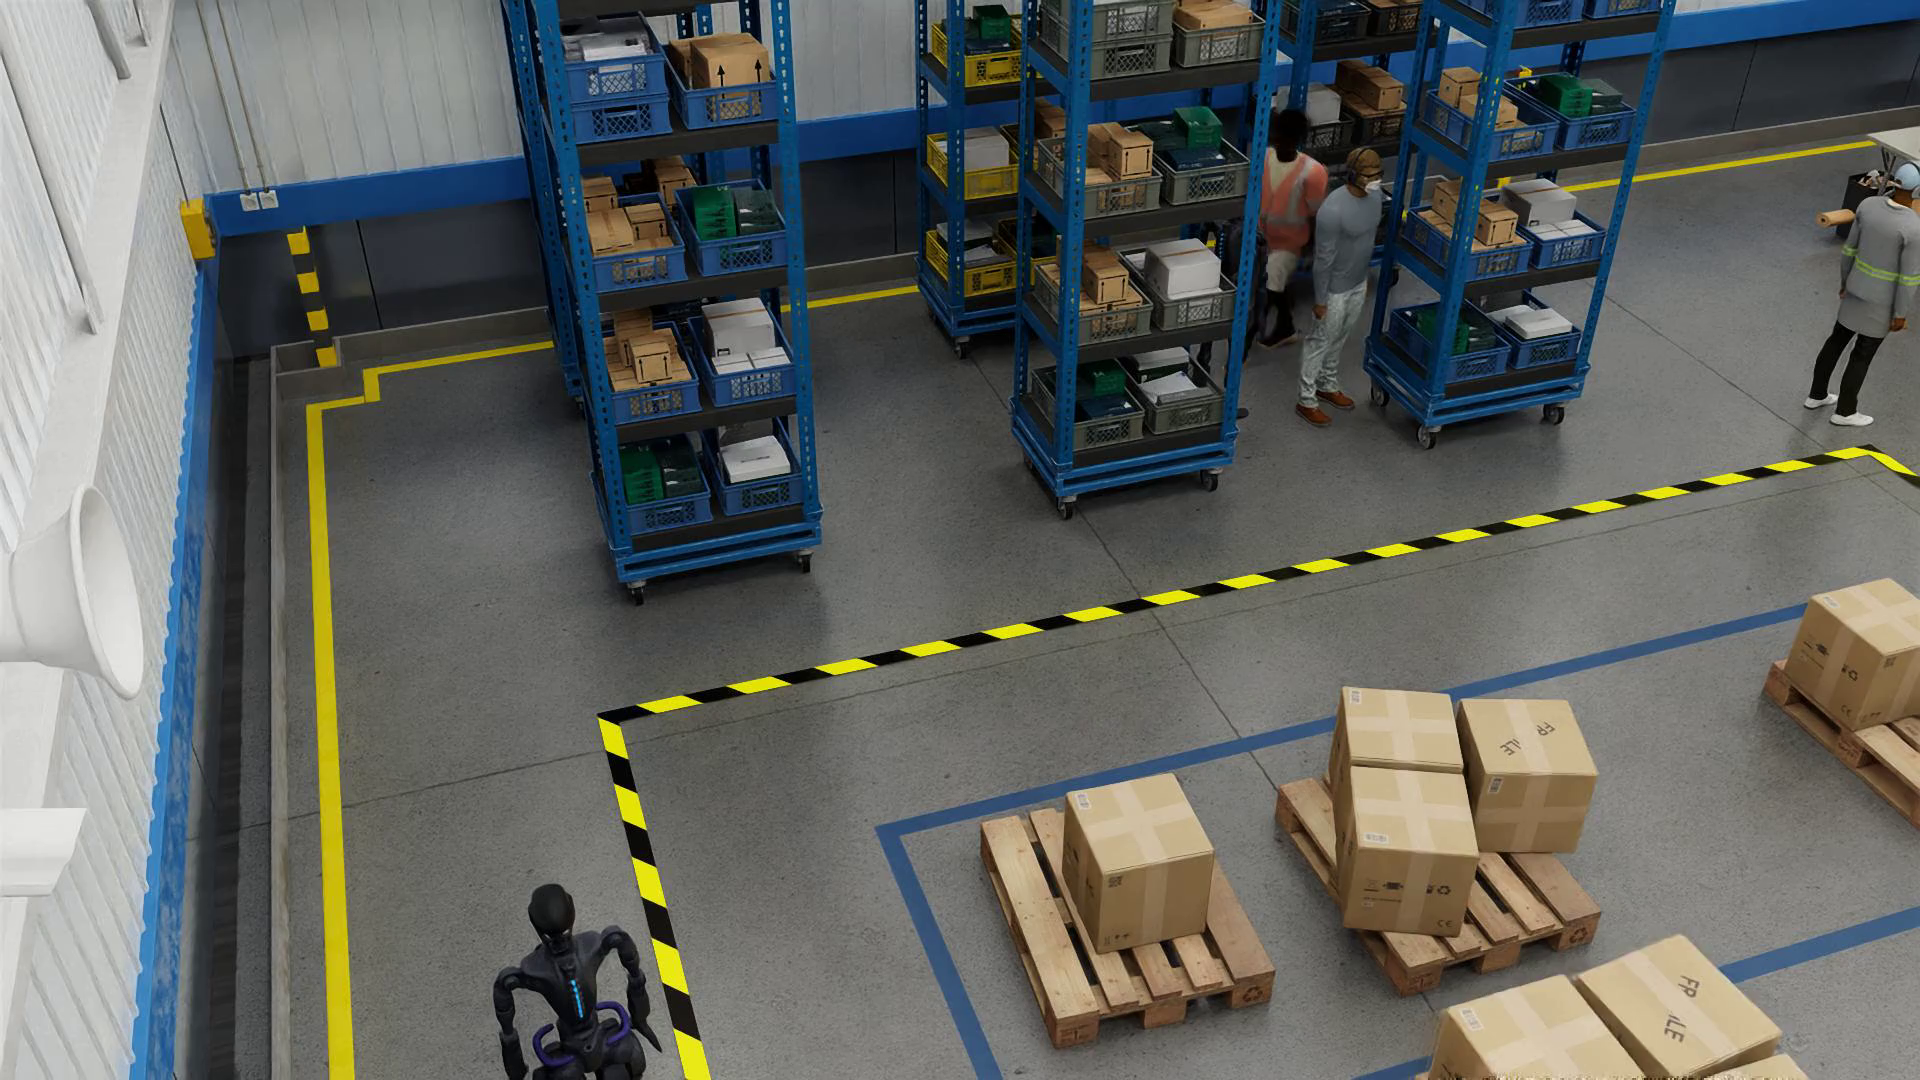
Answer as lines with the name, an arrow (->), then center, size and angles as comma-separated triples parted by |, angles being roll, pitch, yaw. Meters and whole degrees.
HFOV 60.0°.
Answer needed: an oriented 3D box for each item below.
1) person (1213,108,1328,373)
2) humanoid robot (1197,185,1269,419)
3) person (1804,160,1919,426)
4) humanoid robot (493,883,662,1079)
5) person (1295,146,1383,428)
person -> 2.211, -2.111, 11.606 | 0.811, 1.915, 0.694 | -20, 40, -26
humanoid robot -> 1.767, -1.587, 11.071 | 0.599, 1.657, 0.315 | 26, 43, 32
person -> 6.040, -1.624, 10.984 | 0.365, 1.852, 0.589 | -11, 37, -15
humanoid robot -> -1.397, 1.897, 6.131 | 0.599, 1.657, 0.315 | -18, 39, -24
person -> 2.526, -1.686, 10.998 | 0.363, 1.938, 0.630 | 29, 44, 34
